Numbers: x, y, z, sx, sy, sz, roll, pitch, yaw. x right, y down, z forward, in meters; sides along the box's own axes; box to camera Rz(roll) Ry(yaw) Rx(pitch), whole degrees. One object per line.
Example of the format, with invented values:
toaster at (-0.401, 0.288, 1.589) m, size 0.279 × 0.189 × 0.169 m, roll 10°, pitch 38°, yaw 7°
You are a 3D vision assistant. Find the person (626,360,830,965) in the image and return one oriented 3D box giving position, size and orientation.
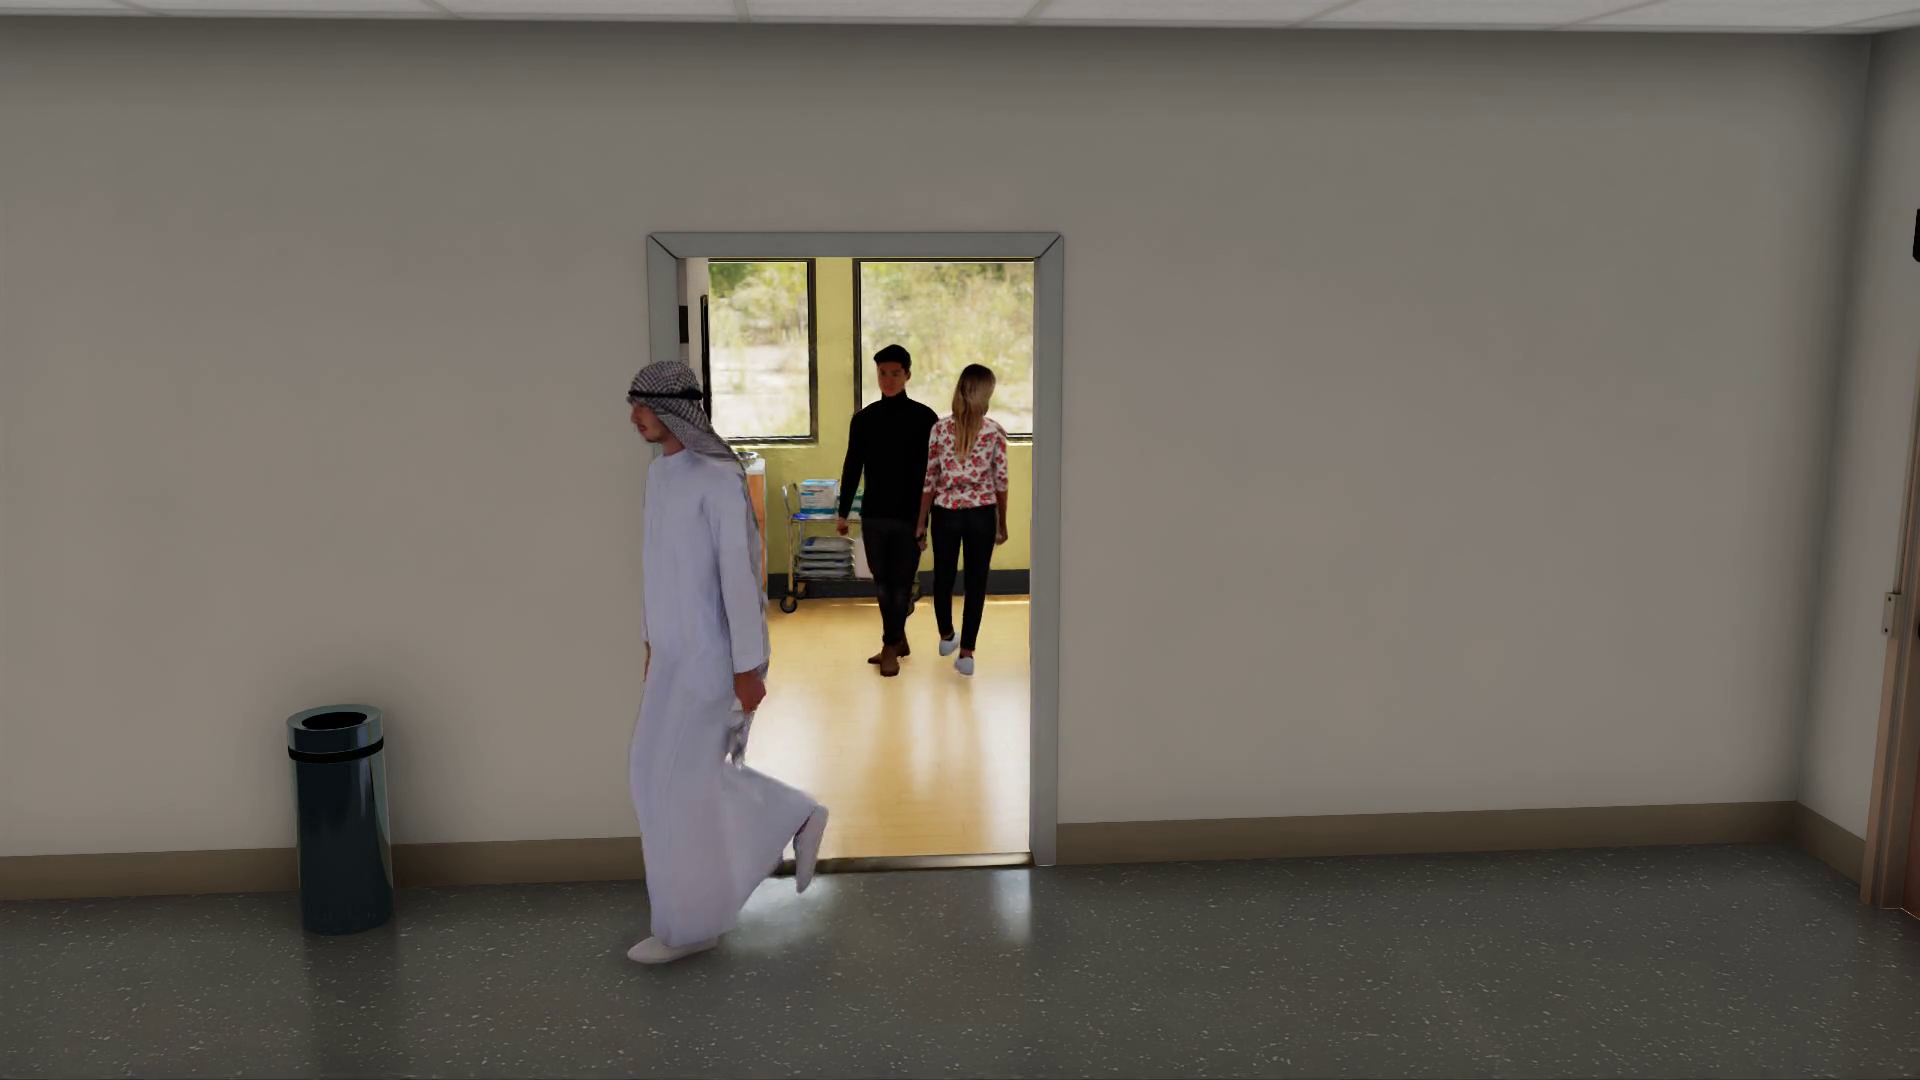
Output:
person at (-0.778, 0.379, 5.423) m, size 1.172 × 1.893 × 0.997 m, roll -8°, pitch 14°, yaw -38°

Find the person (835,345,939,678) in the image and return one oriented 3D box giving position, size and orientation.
person at (-0.328, -0.170, 8.810) m, size 0.800 × 1.710 × 0.899 m, roll 4°, pitch 11°, yaw 21°

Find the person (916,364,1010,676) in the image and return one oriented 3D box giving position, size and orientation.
person at (0.025, -0.074, 8.612) m, size 0.959 × 1.595 × 0.849 m, roll 1°, pitch 11°, yaw 6°
